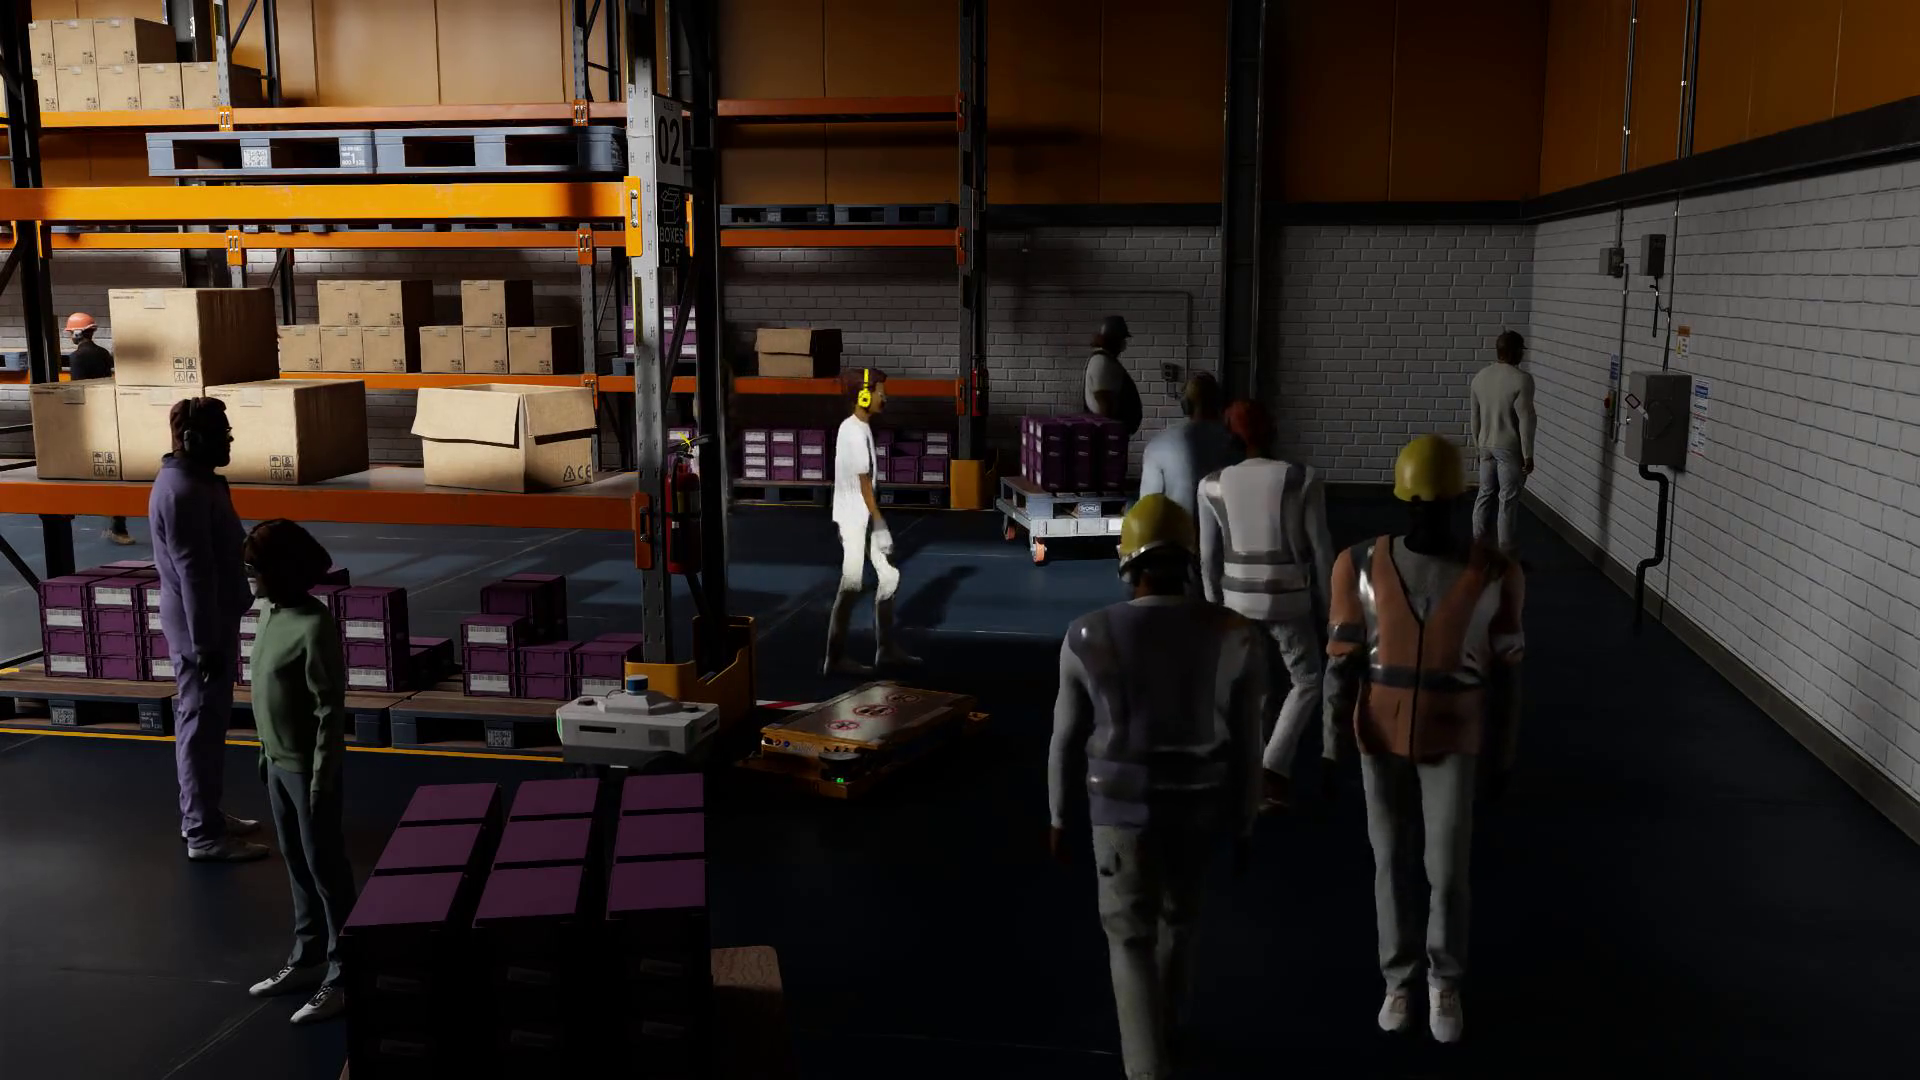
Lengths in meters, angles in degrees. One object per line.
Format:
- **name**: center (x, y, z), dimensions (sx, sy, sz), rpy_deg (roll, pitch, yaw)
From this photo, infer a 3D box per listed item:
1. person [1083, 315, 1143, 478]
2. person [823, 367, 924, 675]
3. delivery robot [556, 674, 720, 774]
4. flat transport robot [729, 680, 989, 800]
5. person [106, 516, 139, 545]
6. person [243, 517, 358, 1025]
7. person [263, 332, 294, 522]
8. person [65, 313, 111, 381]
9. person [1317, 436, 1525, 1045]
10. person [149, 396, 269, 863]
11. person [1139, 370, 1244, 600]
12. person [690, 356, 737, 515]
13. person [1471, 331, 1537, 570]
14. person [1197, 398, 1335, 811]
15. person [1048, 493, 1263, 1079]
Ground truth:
- **person**: center (1.356, -1.051, 15.205), dimensions (0.622, 2.000, 0.696), rpy_deg (1, 9, 8)
- **person**: center (-0.488, -0.099, 9.899), dimensions (0.747, 1.842, 0.515), rpy_deg (0, 9, -3)
- **delivery robot**: center (-1.479, 0.862, 7.640), dimensions (0.707, 0.478, 0.477), rpy_deg (2, 9, 14)
- **flat transport robot**: center (-0.461, 0.956, 8.227), dimensions (0.652, 0.197, 1.431), rpy_deg (5, 10, 27)
- **person**: center (-7.137, -0.824, 14.580), dimensions (0.920, 1.802, 0.498), rpy_deg (2, 9, 12)
- **person**: center (-2.142, 0.735, 5.385), dimensions (0.284, 1.633, 0.498), rpy_deg (-9, 13, -44)
- **person**: center (-6.645, -1.132, 16.019), dimensions (0.349, 1.940, 0.551), rpy_deg (-5, 10, -28)
- **person**: center (-8.950, -1.335, 17.117), dimensions (0.401, 1.989, 0.623), rpy_deg (0, 9, 2)
- **person**: center (1.423, 0.634, 5.172), dimensions (0.592, 1.909, 0.485), rpy_deg (4, 10, 21)
- **person**: center (-3.090, 0.360, 6.867), dimensions (0.402, 1.906, 0.652), rpy_deg (-5, 10, -26)
- **person**: center (1.261, 0.067, 8.719), dimensions (0.639, 1.904, 0.873), rpy_deg (0, 9, 0)
- **person**: center (-2.522, -1.125, 16.348), dimensions (0.653, 1.825, 0.639), rpy_deg (-1, 9, -3)
- **person**: center (4.403, -0.721, 13.474), dimensions (0.372, 1.940, 0.630), rpy_deg (-5, 11, -29)
- **person**: center (1.349, 0.308, 7.358), dimensions (0.643, 1.863, 0.487), rpy_deg (5, 10, 26)
- **person**: center (0.560, 0.764, 4.749), dimensions (0.599, 1.791, 0.906), rpy_deg (-1, 9, -5)
